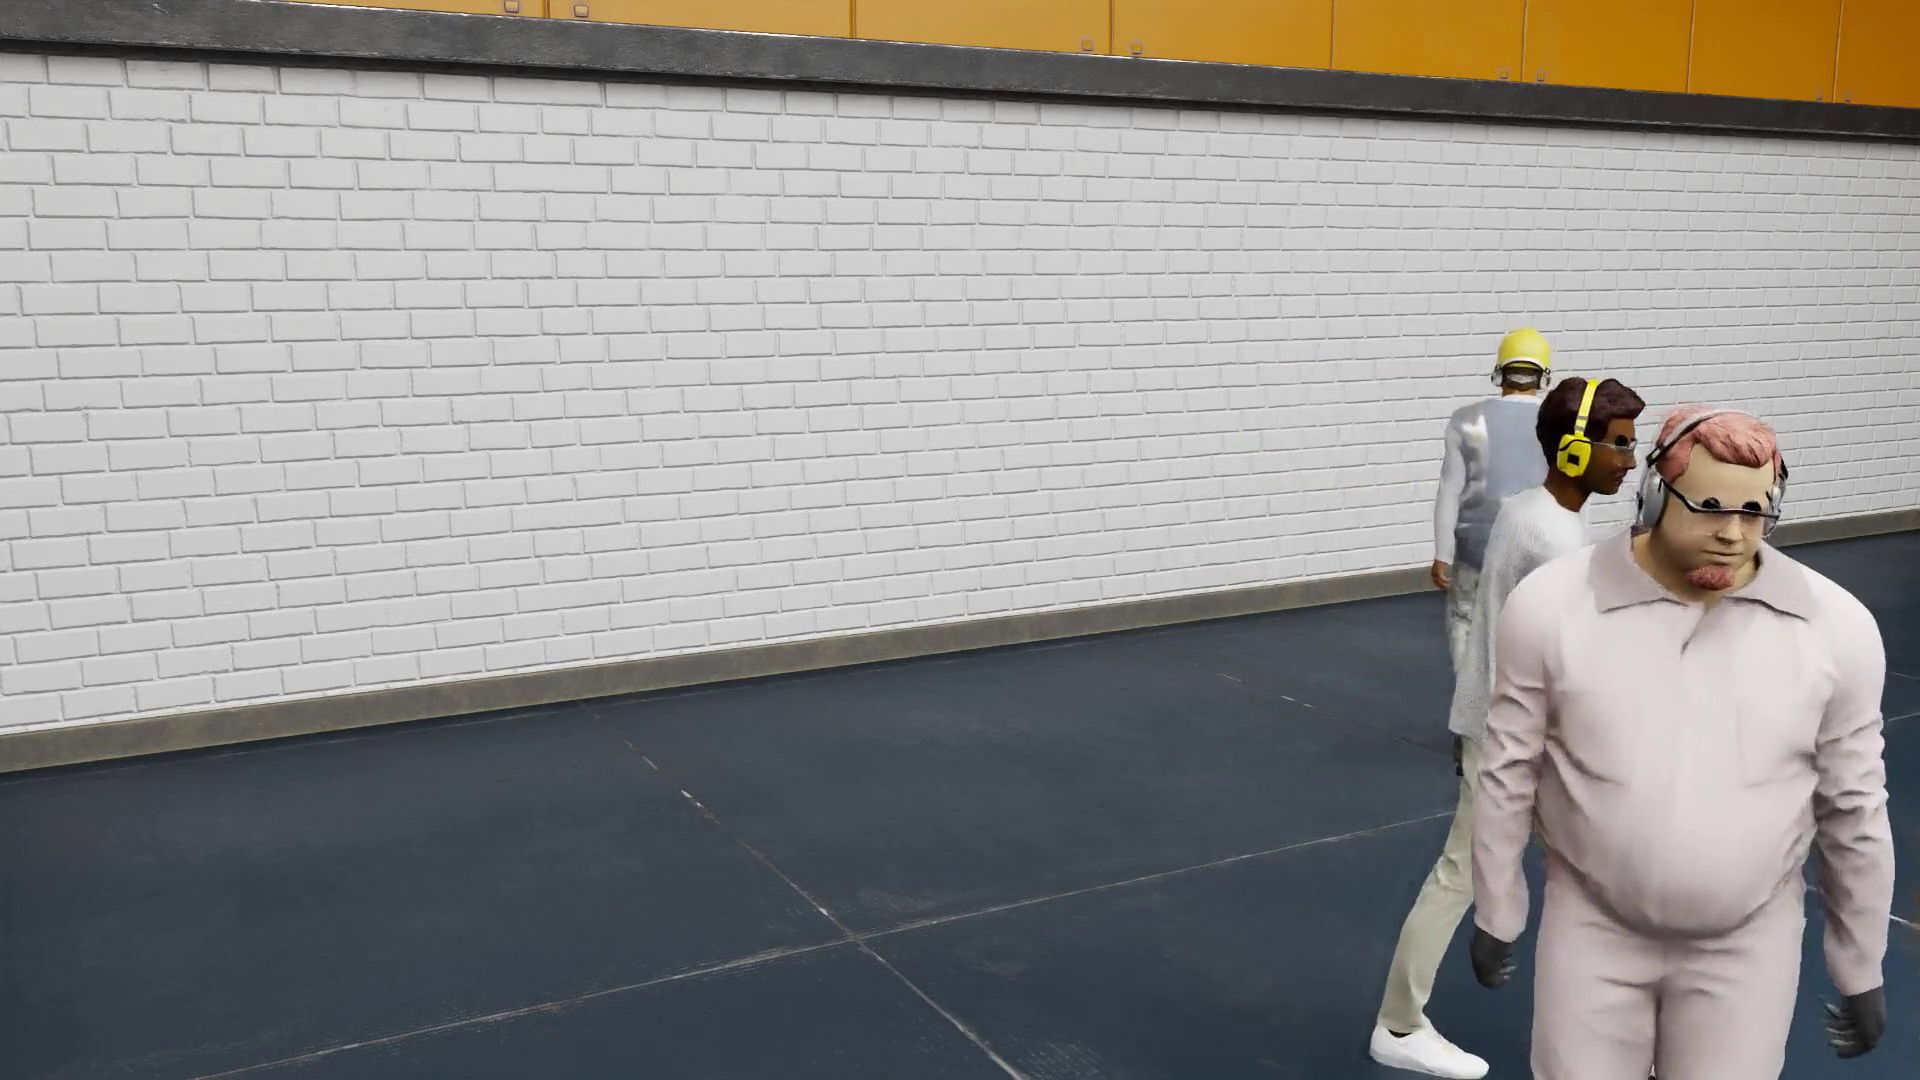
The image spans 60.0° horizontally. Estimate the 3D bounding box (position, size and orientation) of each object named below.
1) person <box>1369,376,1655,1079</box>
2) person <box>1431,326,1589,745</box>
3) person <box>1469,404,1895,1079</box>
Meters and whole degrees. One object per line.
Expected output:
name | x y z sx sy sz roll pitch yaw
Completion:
person | 1.475 0.510 4.117 0.895 1.818 0.514 4 10 20
person | 2.275 0.033 6.890 0.627 1.819 0.426 1 10 9
person | 1.296 0.672 3.060 0.696 1.875 0.619 3 10 18
